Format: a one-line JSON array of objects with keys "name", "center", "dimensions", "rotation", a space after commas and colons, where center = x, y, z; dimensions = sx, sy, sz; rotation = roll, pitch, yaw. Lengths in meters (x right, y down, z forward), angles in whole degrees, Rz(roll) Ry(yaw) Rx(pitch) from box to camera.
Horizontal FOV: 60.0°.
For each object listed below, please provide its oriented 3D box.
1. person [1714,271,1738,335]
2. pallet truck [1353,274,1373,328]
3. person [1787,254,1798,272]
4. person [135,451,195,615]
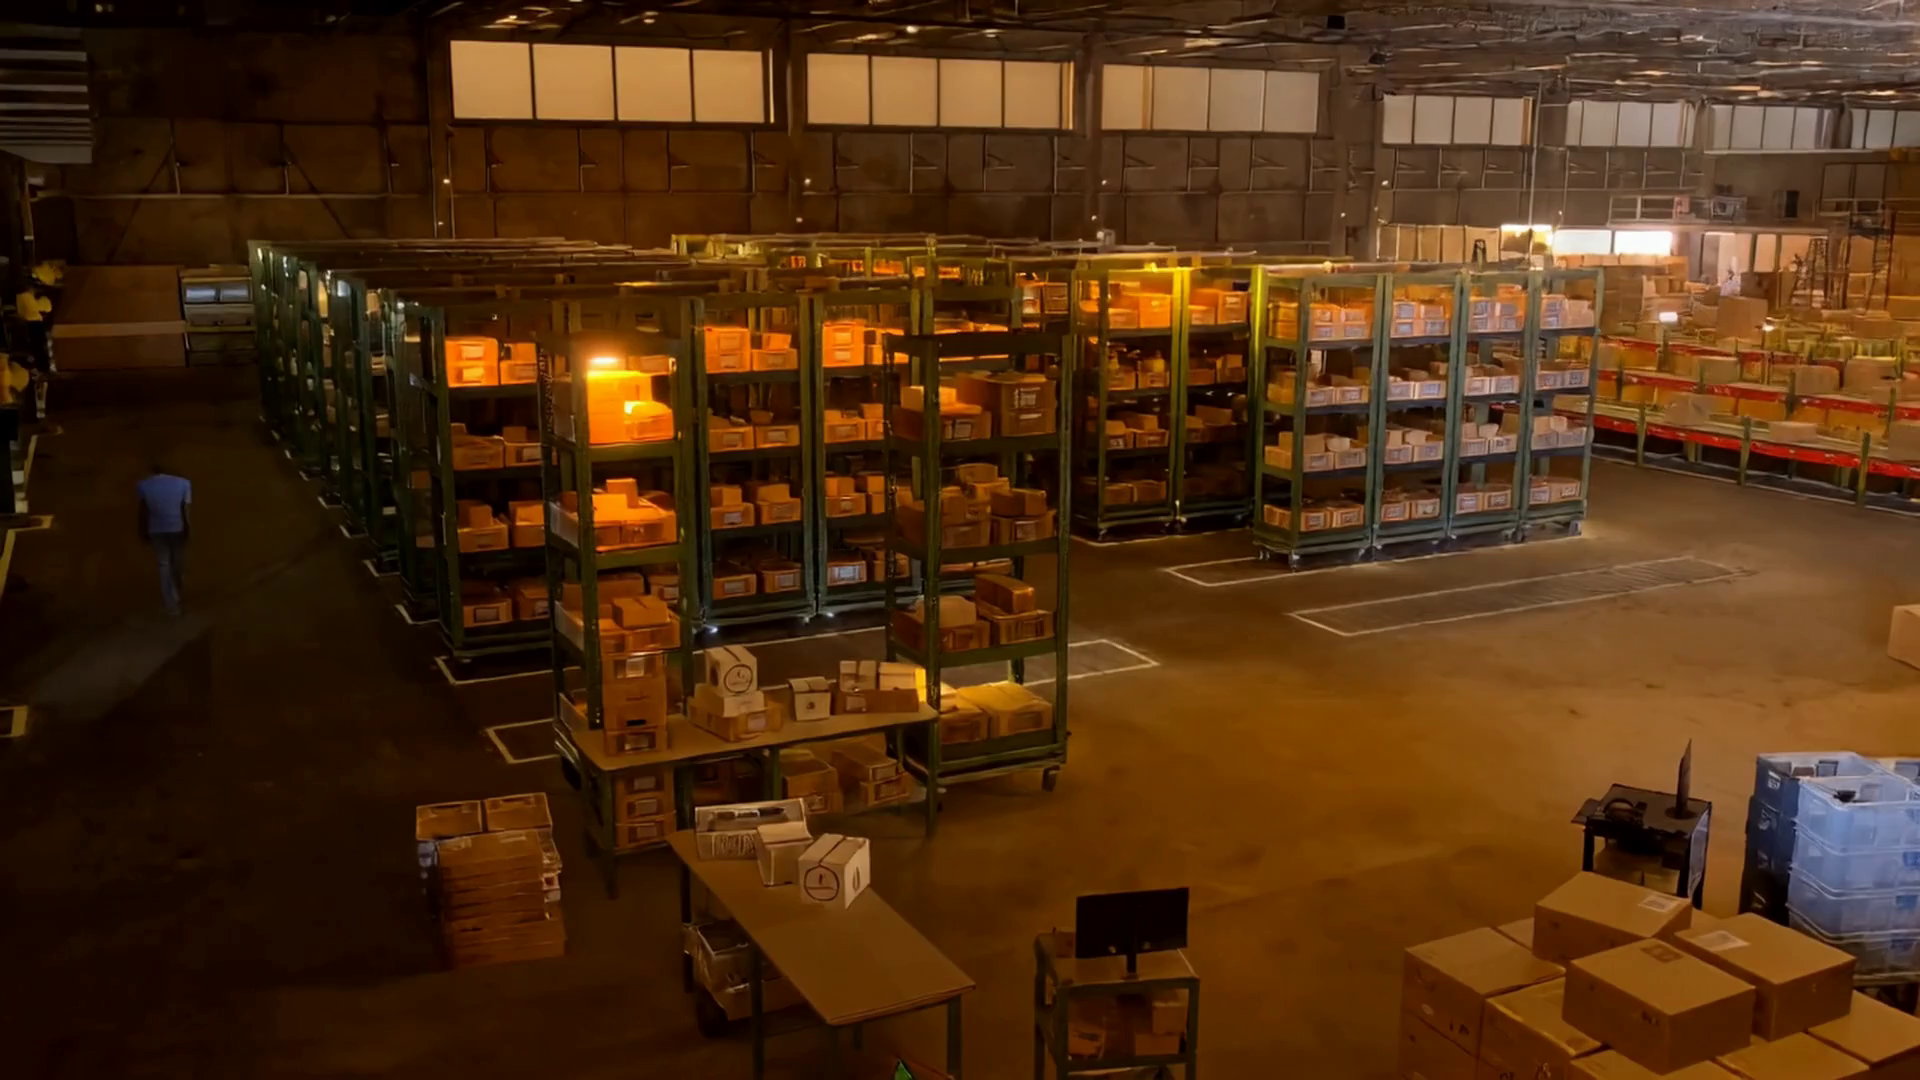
[{"name": "person", "center": [24.068, -7.439, 52.279], "dimensions": [0.392, 2.041, 0.615], "rotation": [-7, 14, -29]}, {"name": "pallet truck", "center": [13.011, -8.050, 55.243], "dimensions": [0.823, 1.965, 1.885], "rotation": [-7, 14, -28]}, {"name": "person", "center": [34.389, -10.896, 68.859], "dimensions": [0.383, 1.873, 0.640], "rotation": [4, 13, 18]}, {"name": "person", "center": [-8.823, -0.092, 18.505], "dimensions": [0.579, 1.802, 0.989], "rotation": [-7, 14, -30]}]
